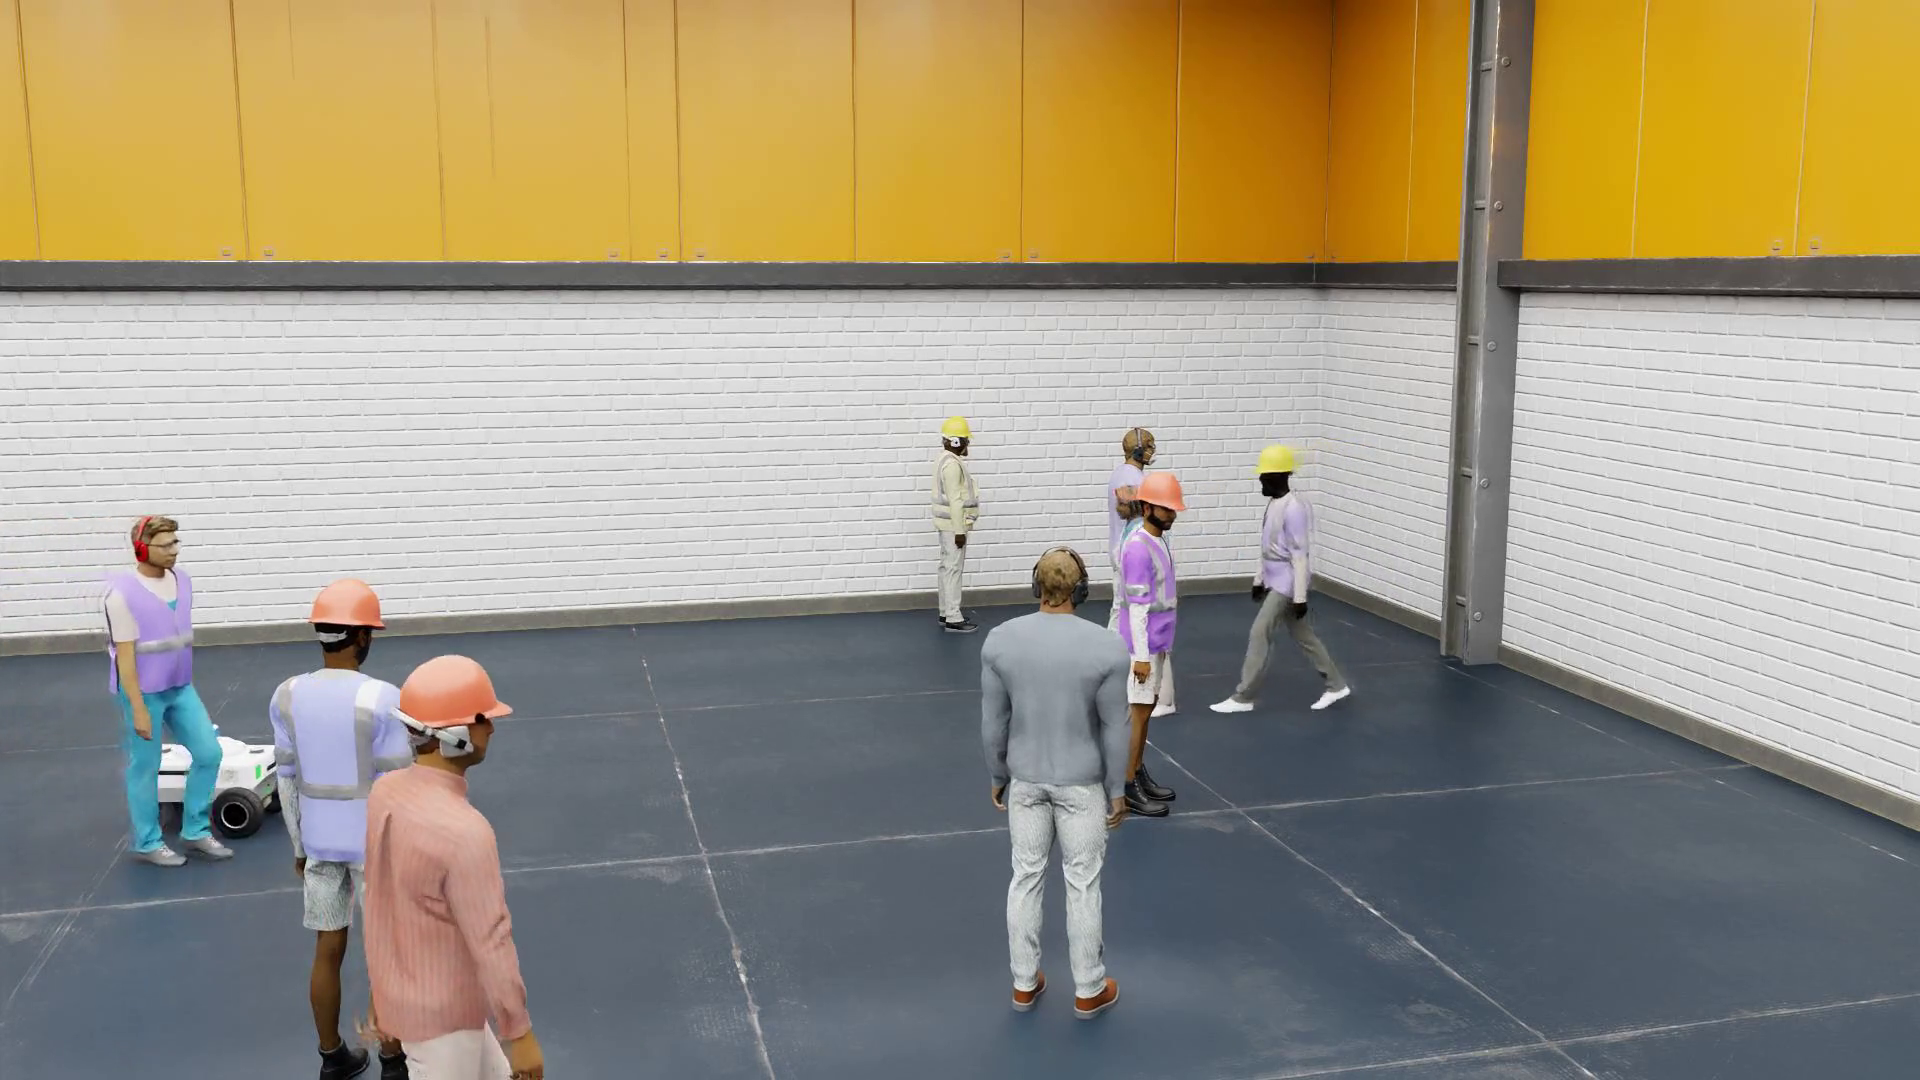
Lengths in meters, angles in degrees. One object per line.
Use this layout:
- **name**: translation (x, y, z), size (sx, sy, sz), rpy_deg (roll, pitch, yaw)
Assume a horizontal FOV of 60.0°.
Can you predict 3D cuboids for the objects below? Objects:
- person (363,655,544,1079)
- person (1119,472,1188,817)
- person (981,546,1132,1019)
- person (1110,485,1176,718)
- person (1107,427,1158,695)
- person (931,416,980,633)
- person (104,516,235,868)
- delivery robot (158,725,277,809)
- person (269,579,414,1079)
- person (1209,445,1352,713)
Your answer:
- **person**: translation (-1.396, 1.294, 4.734), size (0.682, 1.971, 0.650), rpy_deg (-7, 11, -37)
- **person**: translation (1.088, 0.575, 9.370), size (0.374, 1.929, 0.551), rpy_deg (3, 9, 16)
- **person**: translation (0.391, 0.985, 6.790), size (0.629, 1.940, 0.376), rpy_deg (4, 10, 21)
- **person**: translation (1.134, 0.432, 11.296), size (0.769, 1.604, 0.519), rpy_deg (-2, 9, -12)
- **person**: translation (1.254, 0.155, 11.975), size (0.368, 1.939, 0.633), rpy_deg (-2, 9, -13)
- **person**: translation (-0.036, -0.137, 14.123), size (0.404, 1.834, 0.589), rpy_deg (-2, 9, -10)
- **person**: translation (-3.985, 0.783, 8.396), size (0.634, 1.819, 0.581), rpy_deg (2, 9, 14)
- **delivery robot**: translation (-4.102, 1.256, 9.110), size (0.707, 0.478, 0.477), rpy_deg (0, 9, 2)
- **person**: translation (-2.214, 1.099, 6.110), size (0.542, 1.929, 0.368), rpy_deg (2, 9, 12)
- **person**: translation (2.266, 0.277, 11.431), size (0.985, 1.884, 0.599), rpy_deg (0, 9, 0)
